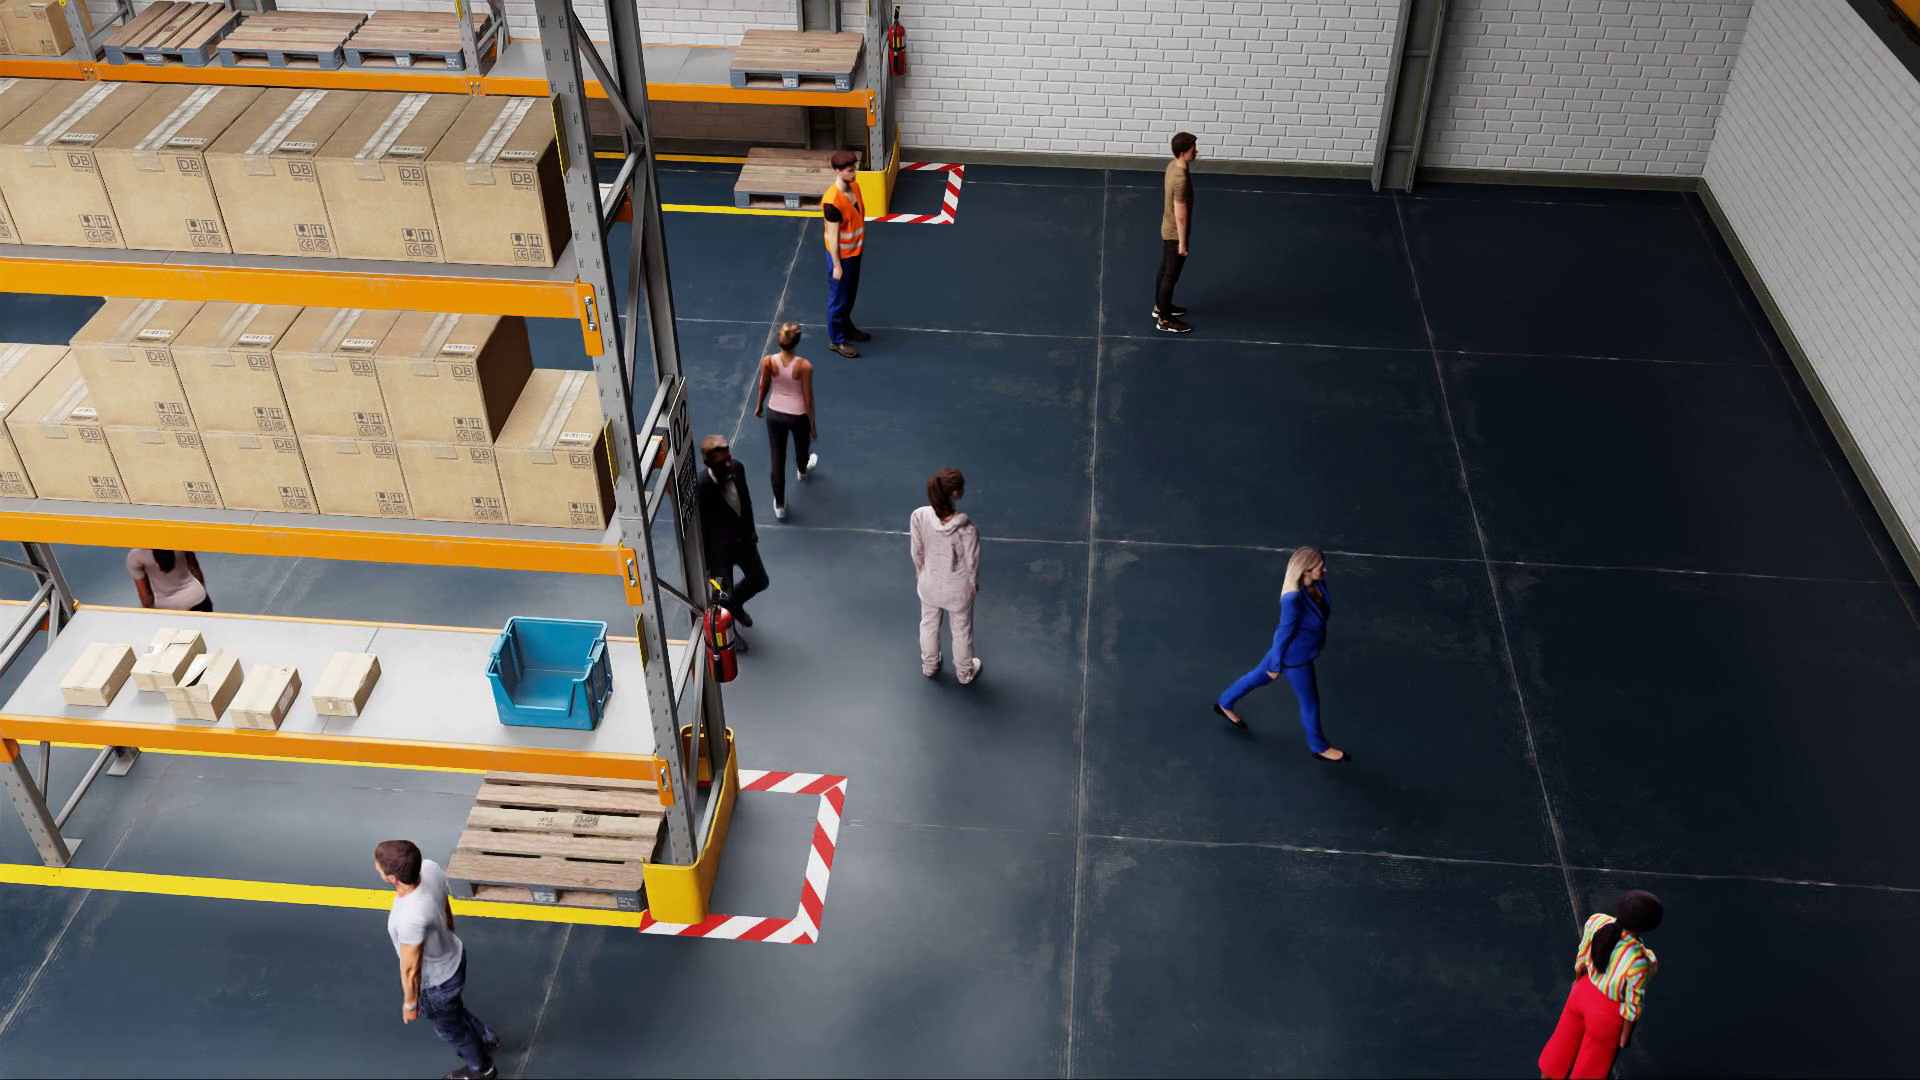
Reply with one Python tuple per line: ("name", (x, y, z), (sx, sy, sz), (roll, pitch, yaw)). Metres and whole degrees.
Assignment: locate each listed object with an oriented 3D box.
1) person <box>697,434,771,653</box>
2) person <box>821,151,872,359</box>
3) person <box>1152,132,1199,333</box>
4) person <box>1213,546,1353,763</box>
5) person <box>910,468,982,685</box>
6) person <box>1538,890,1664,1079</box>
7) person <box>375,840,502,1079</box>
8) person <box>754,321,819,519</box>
("person", (-1.650, -0.027, 11.418), (0.899, 1.803, 0.861), (30, 47, 32))
("person", (-1.011, -2.511, 14.467), (0.718, 1.880, 0.754), (13, 40, 15))
("person", (1.919, -2.756, 14.796), (0.583, 1.851, 0.676), (0, 39, 0))
("person", (2.026, 0.701, 10.625), (1.276, 1.655, 0.936), (17, 42, 20))
("person", (-0.098, 0.265, 11.145), (0.590, 1.688, 0.750), (13, 40, 16))
("person", (3.218, 2.391, 8.398), (0.678, 1.792, 0.679), (-14, 41, -16))
("person", (-2.604, 2.204, 8.584), (0.735, 1.853, 0.726), (-8, 39, -10))
("person", (-1.313, -0.879, 12.639), (0.947, 1.610, 0.818), (5, 39, 6))
